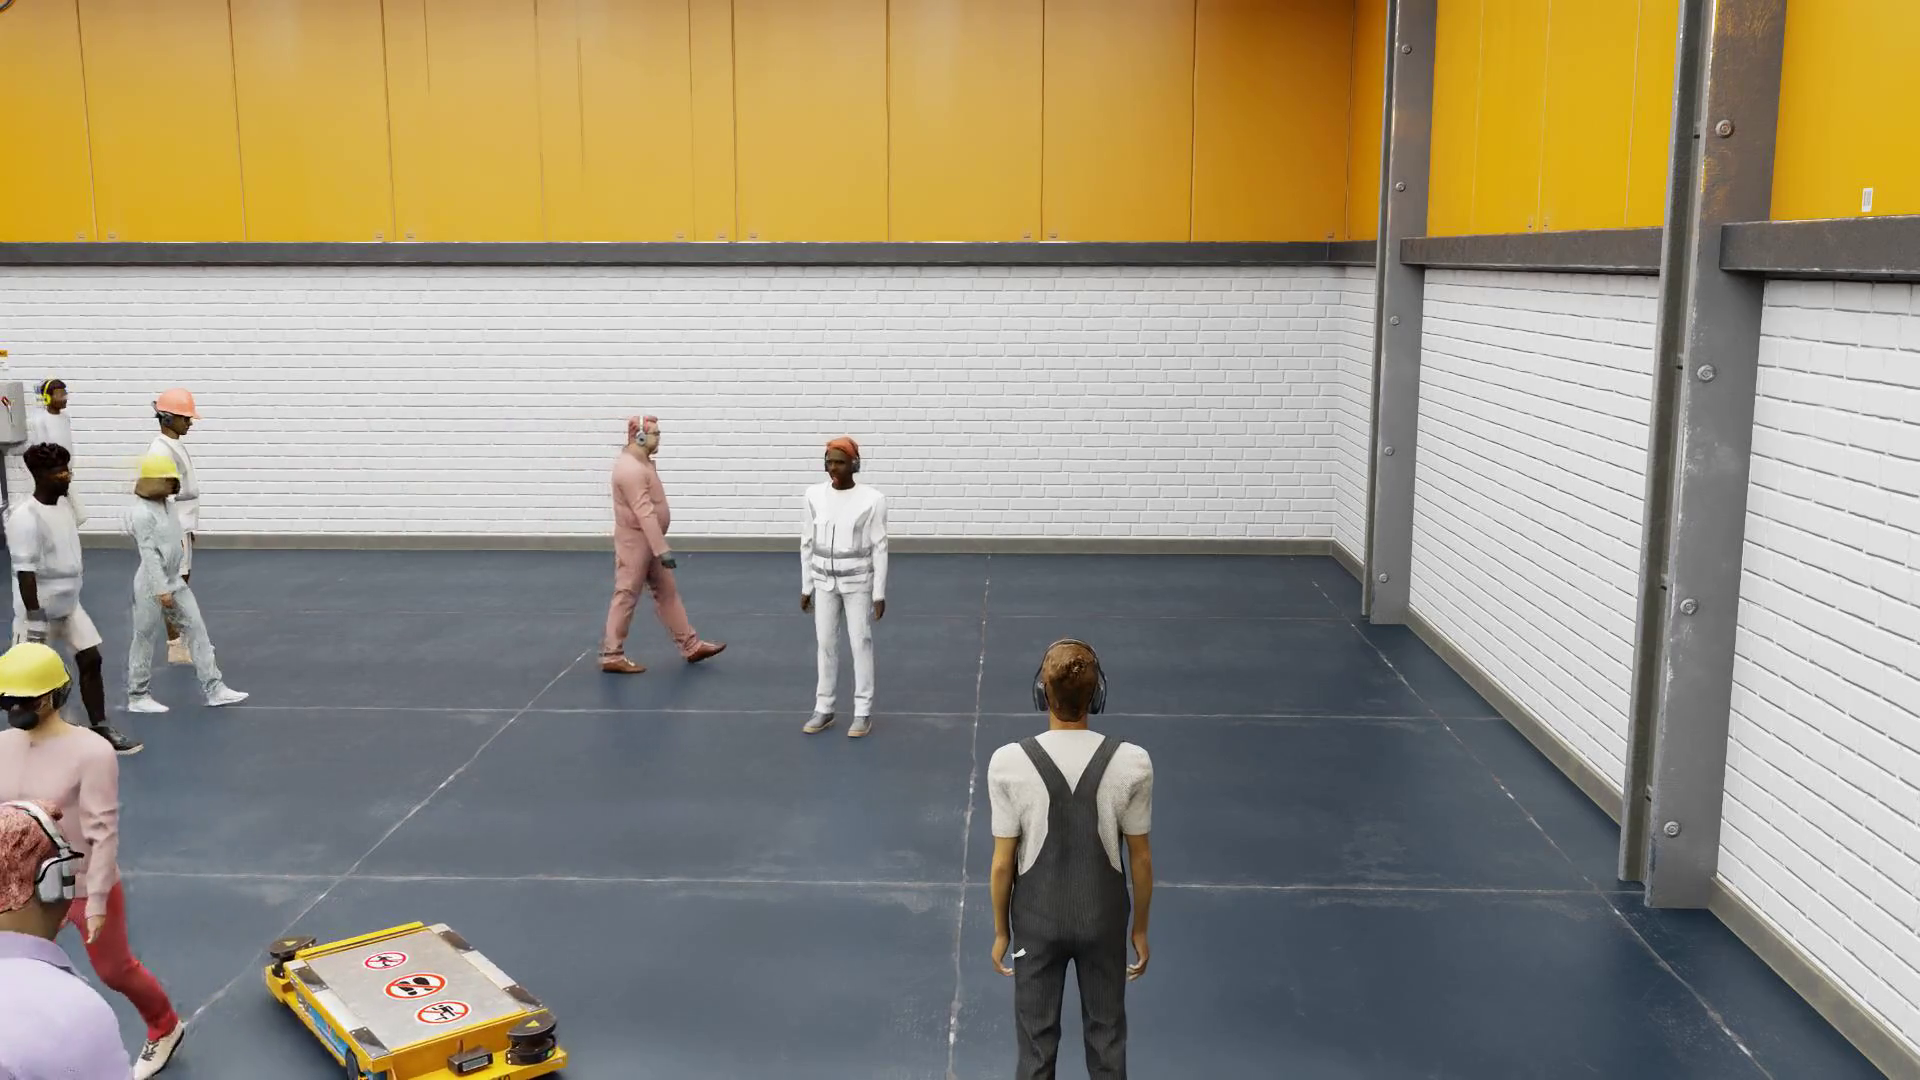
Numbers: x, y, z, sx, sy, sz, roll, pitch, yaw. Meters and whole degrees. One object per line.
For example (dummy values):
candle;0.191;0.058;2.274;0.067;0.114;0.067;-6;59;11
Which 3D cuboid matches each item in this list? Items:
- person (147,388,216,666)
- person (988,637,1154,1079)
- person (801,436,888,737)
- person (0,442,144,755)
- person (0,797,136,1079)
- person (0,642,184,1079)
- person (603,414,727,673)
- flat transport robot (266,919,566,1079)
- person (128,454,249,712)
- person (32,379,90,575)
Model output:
person;-5.729;-0.097;12.229;0.387;2.034;0.605;-3;10;-18
person;0.339;1.206;5.153;0.508;1.846;0.345;0;10;-1
person;-0.732;0.290;10.400;0.576;1.881;0.346;4;10;20
person;-5.477;0.366;9.866;0.976;1.926;0.601;0;10;0
person;-1.856;1.467;3.569;0.666;1.860;0.934;8;13;40
person;-3.083;1.172;5.746;0.526;1.721;0.897;1;10;9
person;-2.163;0.039;11.916;0.899;1.868;0.650;0;10;-1
flat transport robot;-2.128;1.779;6.398;0.652;0.197;1.431;-8;12;-37
person;-5.115;0.300;10.854;0.827;1.711;0.493;1;10;6
person;-8.438;-0.576;15.551;0.431;1.859;0.505;1;10;8
